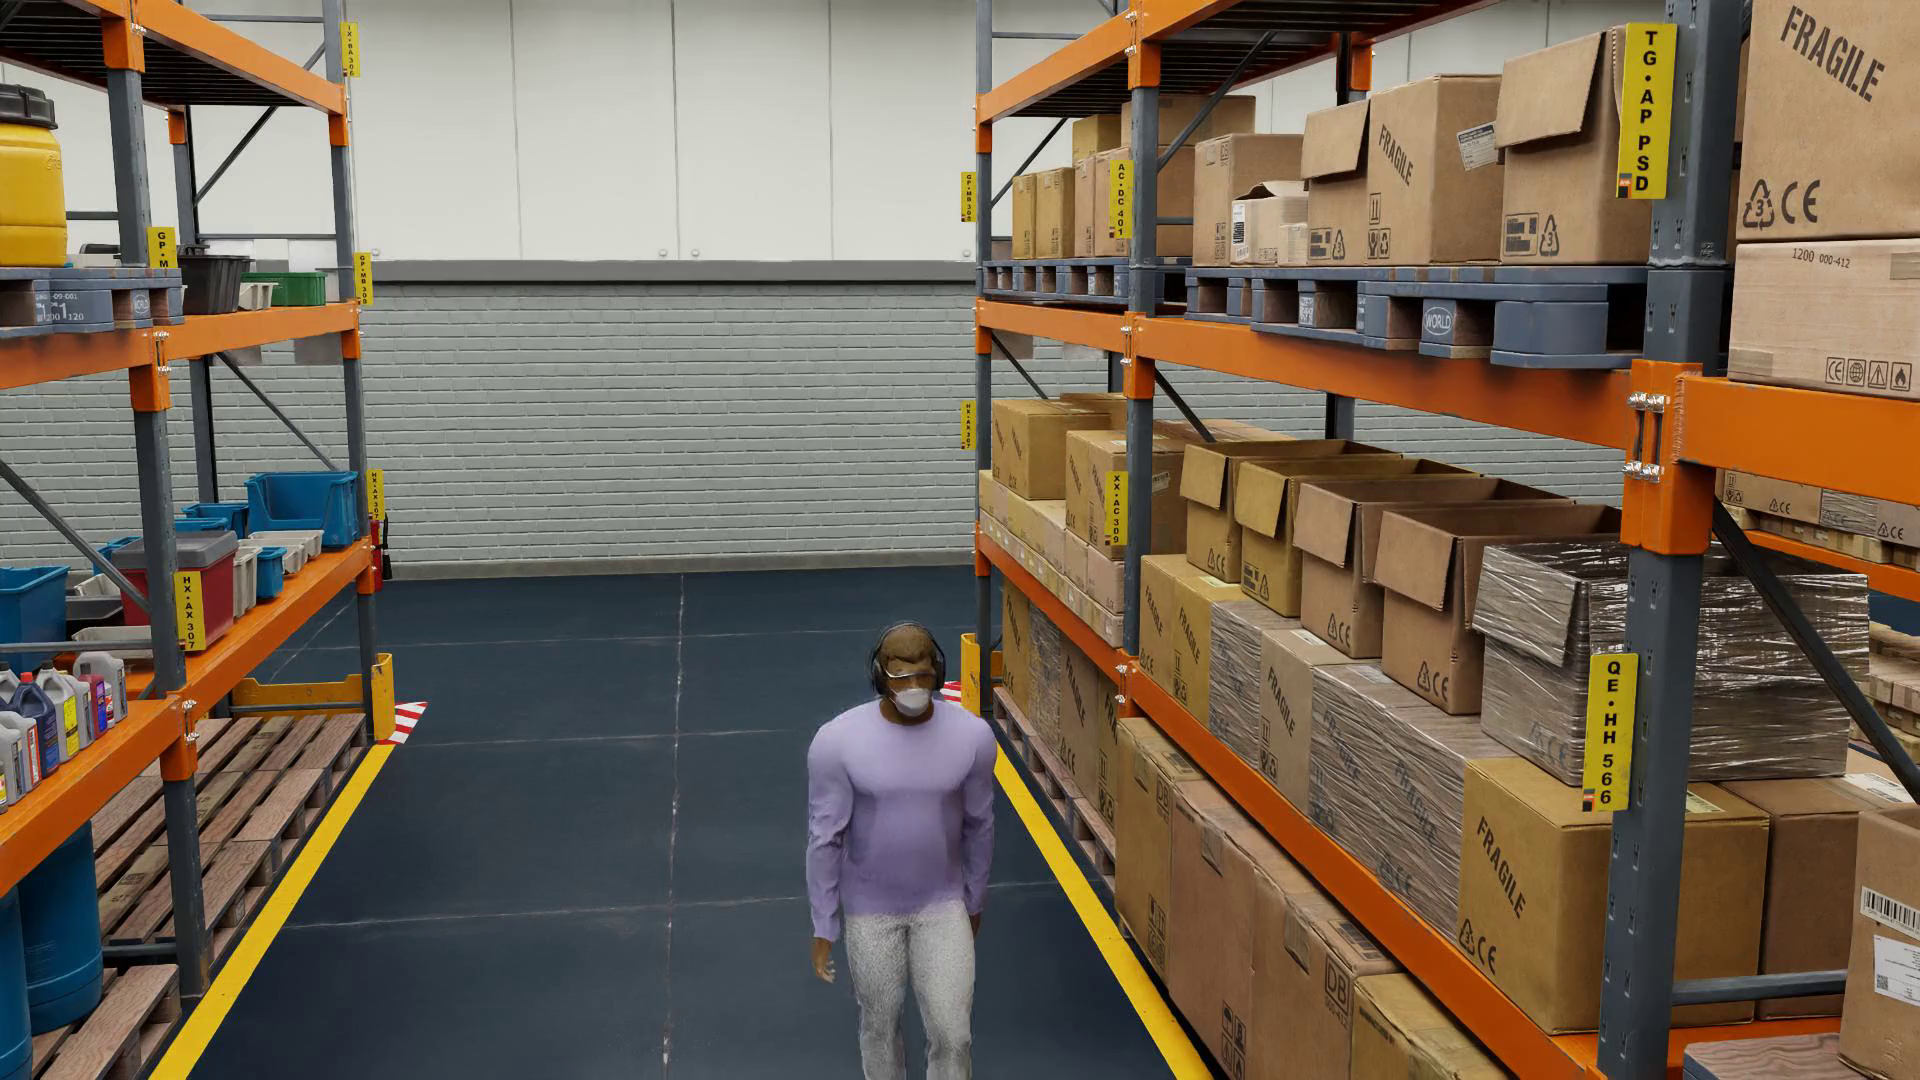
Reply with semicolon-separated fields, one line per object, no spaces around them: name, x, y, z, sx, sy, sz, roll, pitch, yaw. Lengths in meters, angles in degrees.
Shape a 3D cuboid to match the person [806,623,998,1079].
person;-0.171;1.226;5.333;0.639;1.913;0.763;-1;9;-8
